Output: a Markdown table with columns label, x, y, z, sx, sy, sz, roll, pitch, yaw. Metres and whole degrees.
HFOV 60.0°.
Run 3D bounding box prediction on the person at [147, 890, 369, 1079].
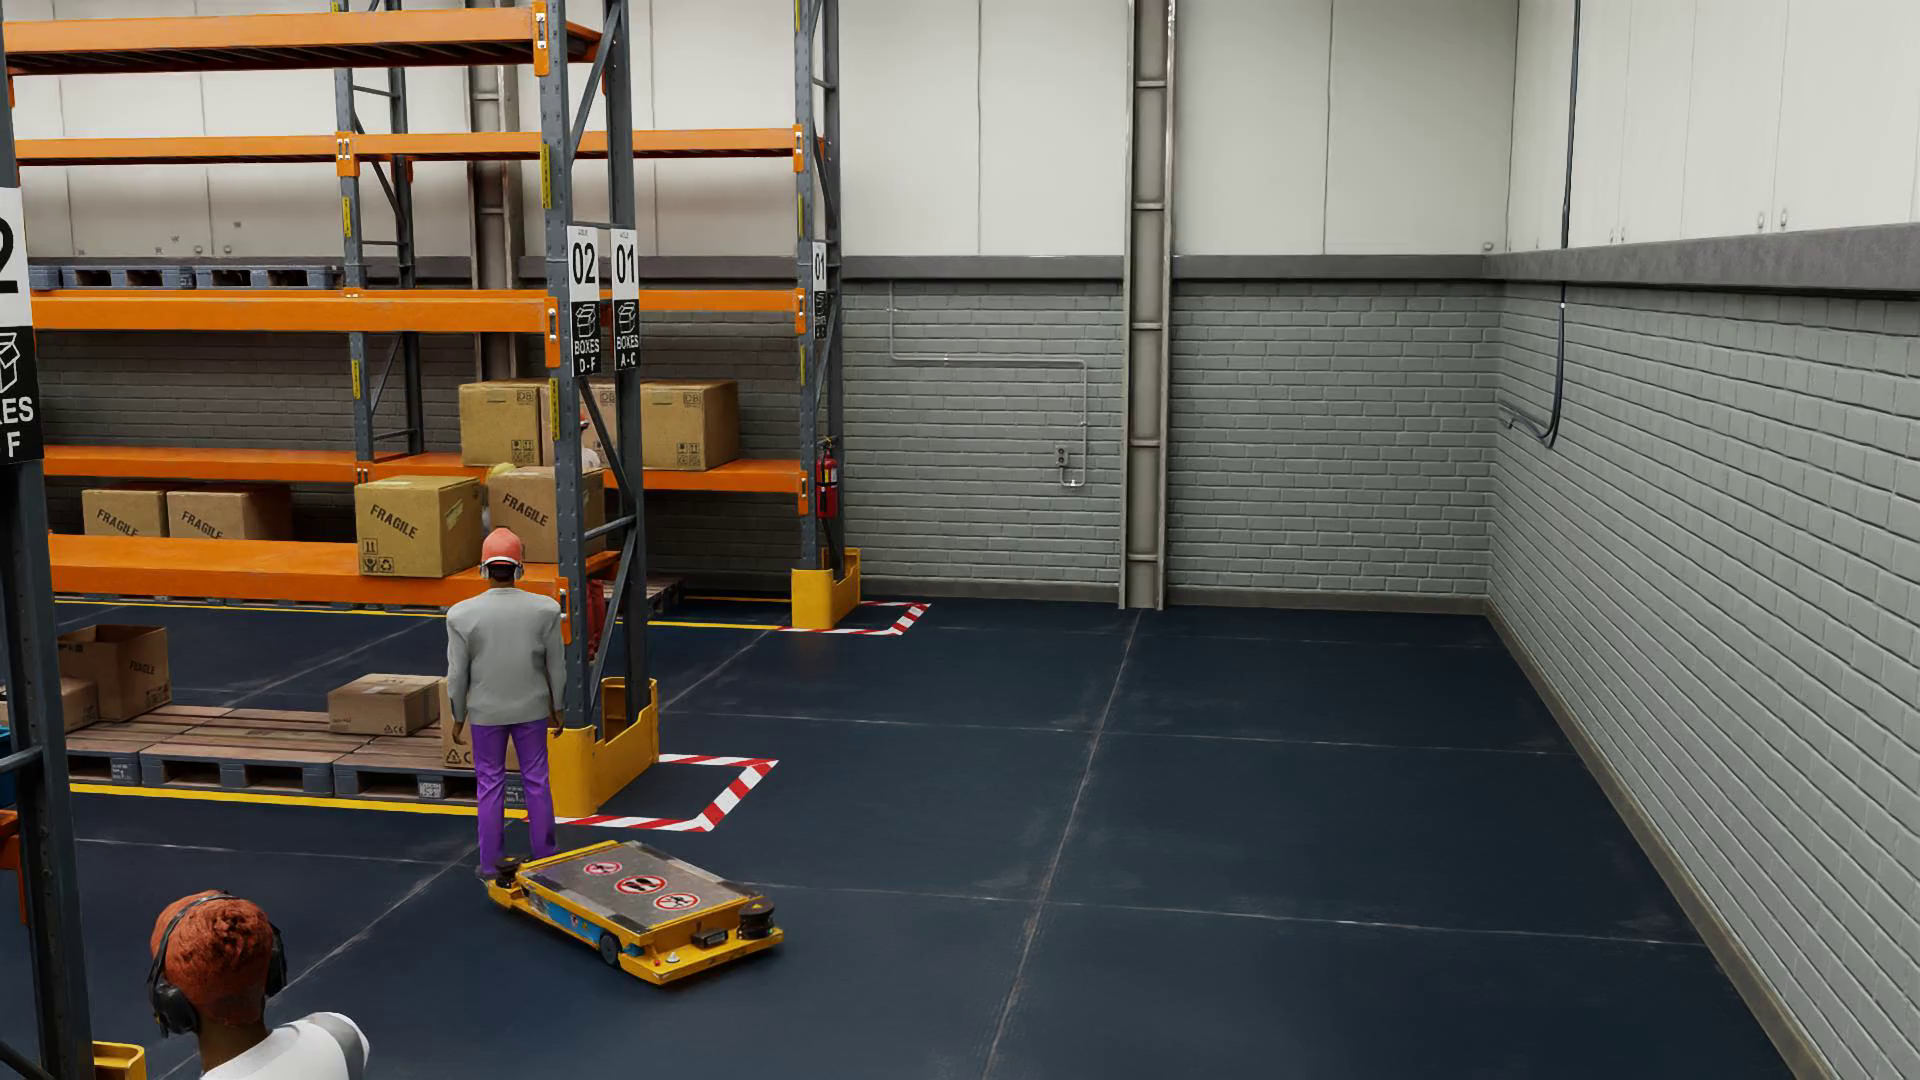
| label | x | y | z | sx | sy | sz | roll | pitch | yaw |
| --- | --- | --- | --- | --- | --- | --- | --- | --- | --- |
| person | -1.298 | 1.560 | 3.100 | 0.360 | 1.882 | 0.575 | 2 | 9 | 14 |

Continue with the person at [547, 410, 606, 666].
| label | x | y | z | sx | sy | sz | roll | pitch | yaw |
| --- | --- | --- | --- | --- | --- | --- | --- | --- | --- |
| person | -2.924 | -0.036 | 12.647 | 0.396 | 1.993 | 0.618 | 2 | 9 | 9 |

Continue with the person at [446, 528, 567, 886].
| label | x | y | z | sx | sy | sz | roll | pitch | yaw |
| --- | --- | --- | --- | --- | --- | --- | --- | --- | --- |
| person | -2.210 | 0.812 | 8.131 | 0.572 | 1.750 | 0.331 | -4 | 10 | -23 |

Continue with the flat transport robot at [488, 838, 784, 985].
| label | x | y | z | sx | sy | sz | roll | pitch | yaw |
| --- | --- | --- | --- | --- | --- | --- | --- | --- | --- |
| flat transport robot | -1.504 | 1.641 | 7.578 | 0.652 | 0.197 | 1.431 | -9 | 13 | -44 |
